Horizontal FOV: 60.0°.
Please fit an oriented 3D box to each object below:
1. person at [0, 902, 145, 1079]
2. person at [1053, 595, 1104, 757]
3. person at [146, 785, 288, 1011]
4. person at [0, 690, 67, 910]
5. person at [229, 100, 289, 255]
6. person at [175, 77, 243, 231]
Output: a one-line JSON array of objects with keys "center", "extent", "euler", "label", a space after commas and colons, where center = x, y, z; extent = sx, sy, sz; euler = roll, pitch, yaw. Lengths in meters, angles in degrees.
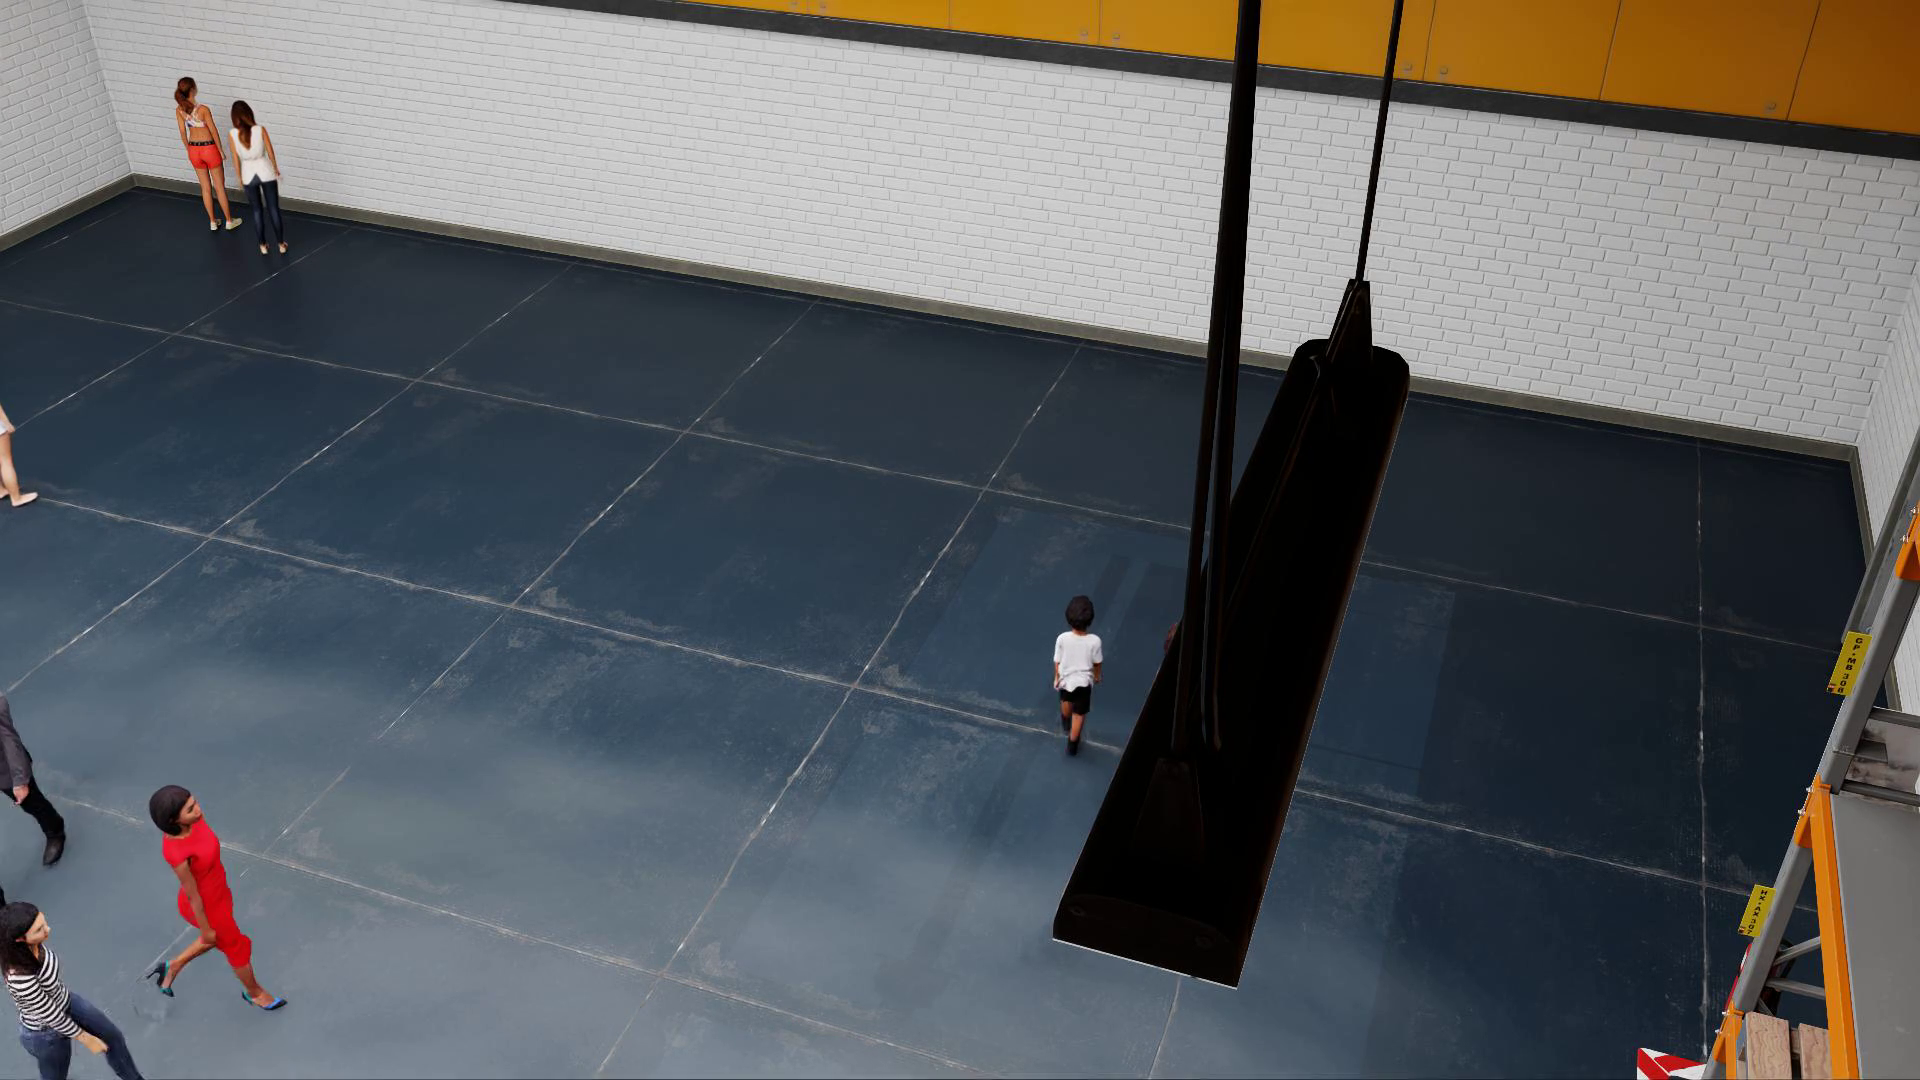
[{"center": [-4.827, 2.592, 8.686], "extent": [0.961, 1.761, 0.927], "euler": [-12, 36, -18], "label": "person"}, {"center": [0.809, 0.983, 11.577], "extent": [0.587, 1.240, 0.759], "euler": [4, 34, 6], "label": "person"}, {"center": [-4.359, 2.092, 9.472], "extent": [0.920, 1.725, 0.989], "euler": [-5, 34, -7], "label": "person"}, {"center": [-6.023, 1.416, 10.427], "extent": [1.073, 1.792, 1.297], "euler": [-4, 34, -6], "label": "person"}, {"center": [-7.854, -4.054, 18.665], "extent": [0.690, 1.783, 0.730], "euler": [-10, 35, -14], "label": "person"}, {"center": [-8.765, -4.476, 19.294], "extent": [0.648, 1.789, 0.627], "euler": [1, 34, 1], "label": "person"}]
